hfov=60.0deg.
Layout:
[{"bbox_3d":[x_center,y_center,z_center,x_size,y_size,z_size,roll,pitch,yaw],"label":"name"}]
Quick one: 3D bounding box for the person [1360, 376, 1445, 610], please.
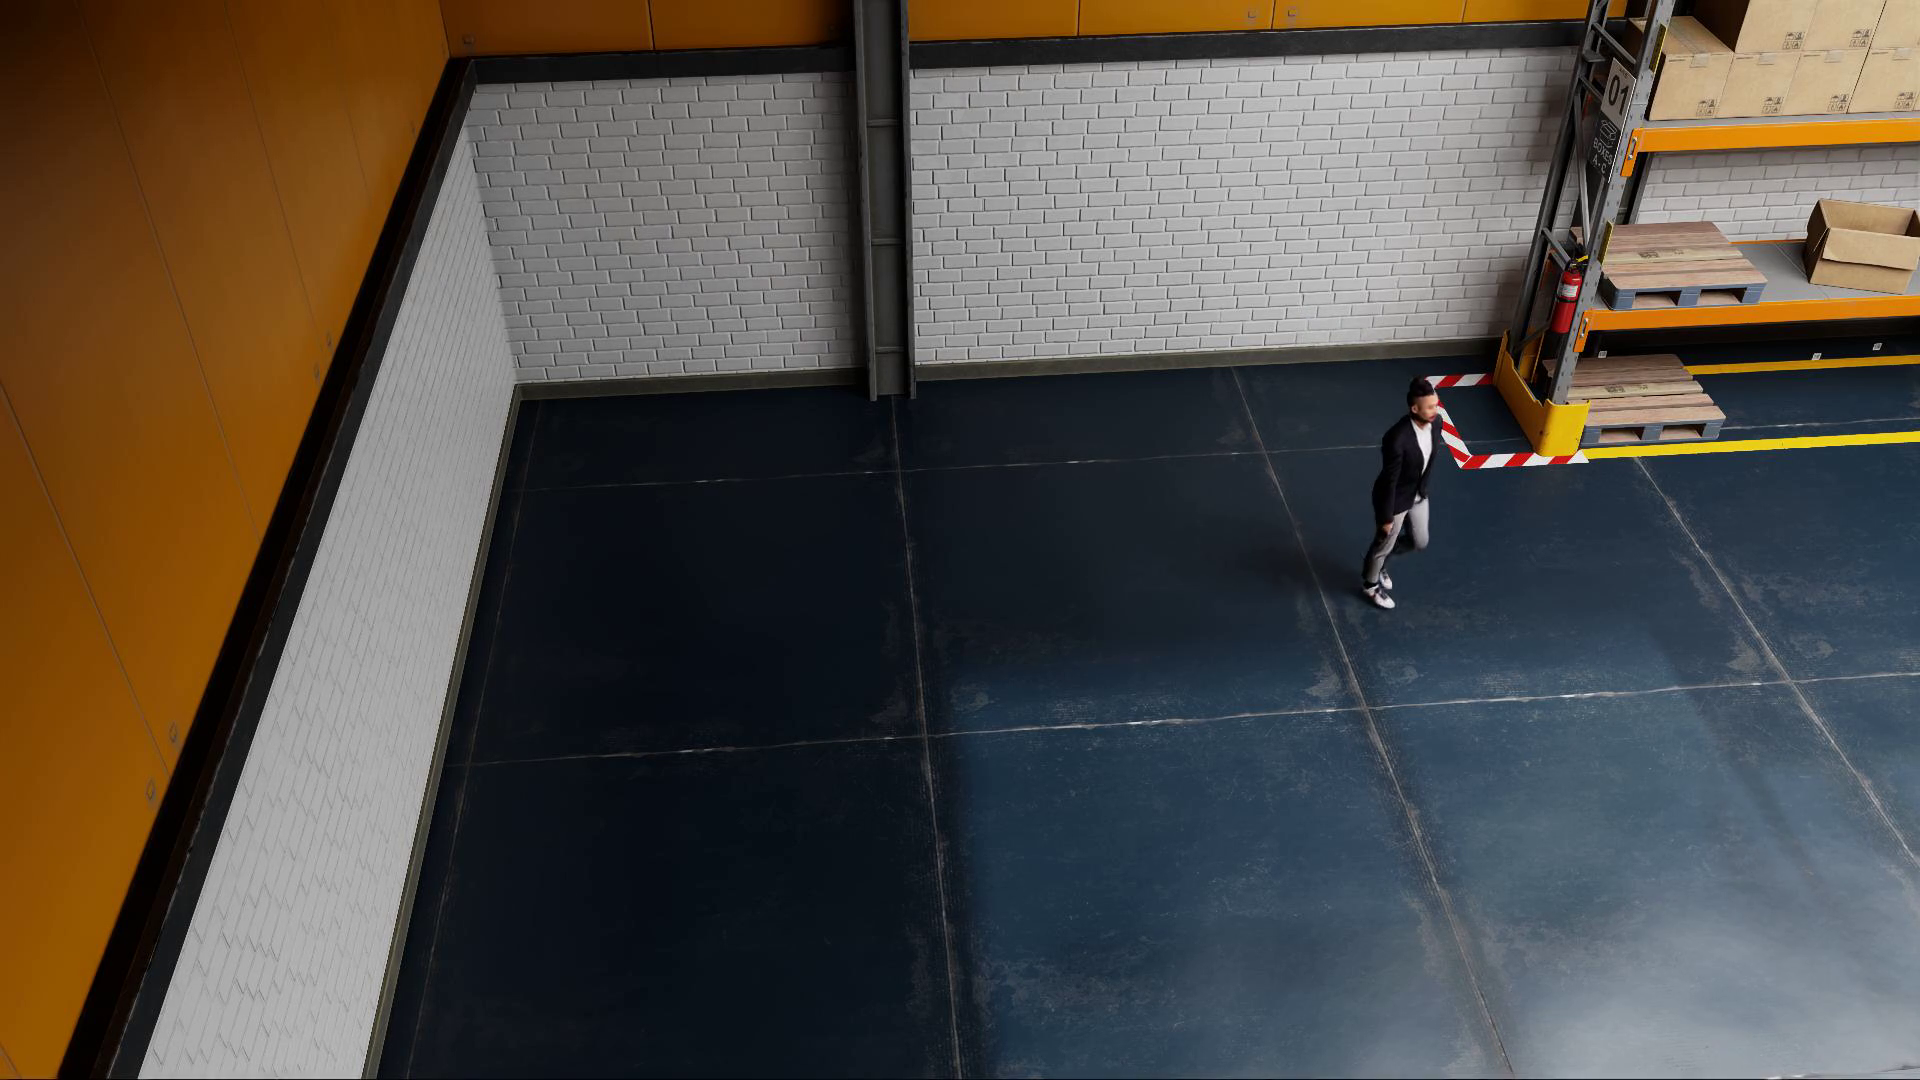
[{"bbox_3d":[3.013,-0.384,11.647,0.833,1.940,0.935,-25,45,-28],"label":"person"}]
